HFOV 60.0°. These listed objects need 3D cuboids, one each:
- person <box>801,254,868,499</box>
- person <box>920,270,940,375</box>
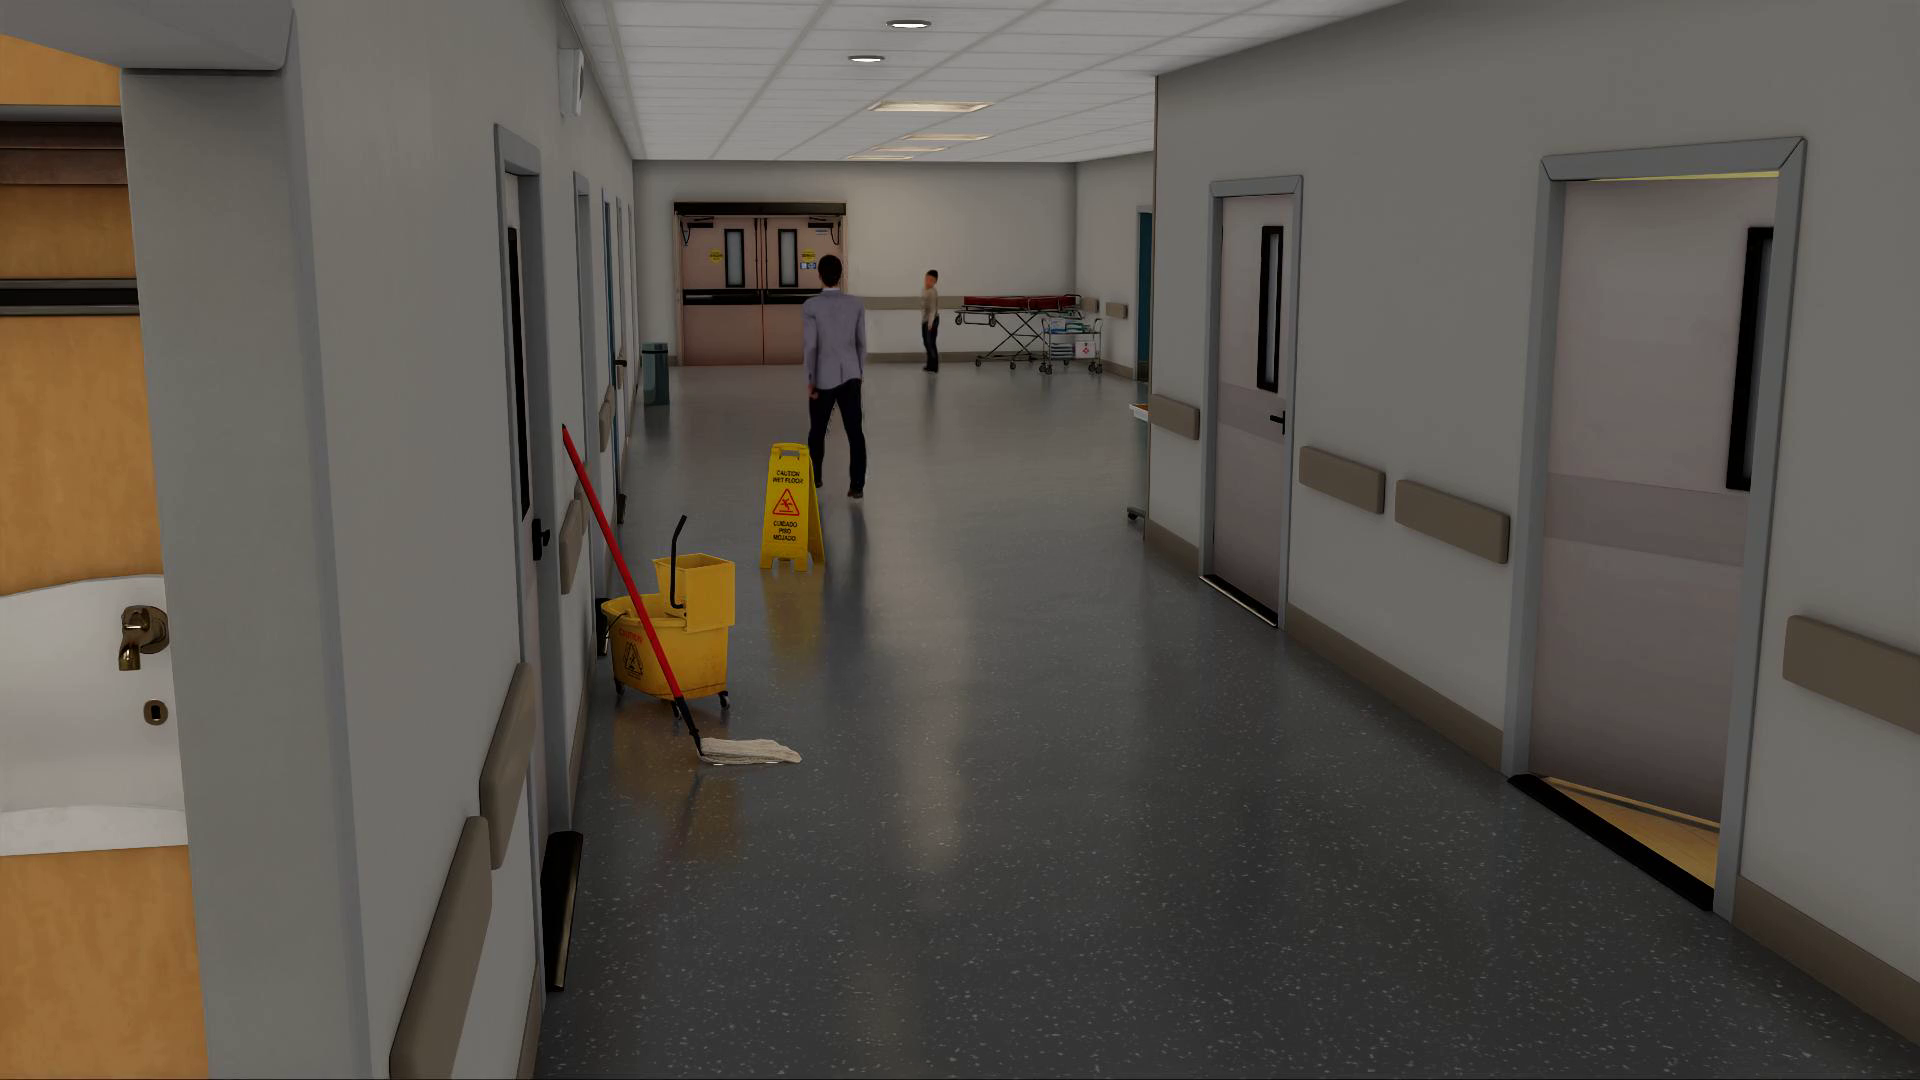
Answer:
[{"bbox_3d":[-0.896,-1.176,12.451,0.833,1.799,1.243,-4,11,-19],"label":"person"},{"bbox_3d":[-0.416,-3.047,23.268,0.829,1.441,0.531,-3,11,-14],"label":"person"}]
